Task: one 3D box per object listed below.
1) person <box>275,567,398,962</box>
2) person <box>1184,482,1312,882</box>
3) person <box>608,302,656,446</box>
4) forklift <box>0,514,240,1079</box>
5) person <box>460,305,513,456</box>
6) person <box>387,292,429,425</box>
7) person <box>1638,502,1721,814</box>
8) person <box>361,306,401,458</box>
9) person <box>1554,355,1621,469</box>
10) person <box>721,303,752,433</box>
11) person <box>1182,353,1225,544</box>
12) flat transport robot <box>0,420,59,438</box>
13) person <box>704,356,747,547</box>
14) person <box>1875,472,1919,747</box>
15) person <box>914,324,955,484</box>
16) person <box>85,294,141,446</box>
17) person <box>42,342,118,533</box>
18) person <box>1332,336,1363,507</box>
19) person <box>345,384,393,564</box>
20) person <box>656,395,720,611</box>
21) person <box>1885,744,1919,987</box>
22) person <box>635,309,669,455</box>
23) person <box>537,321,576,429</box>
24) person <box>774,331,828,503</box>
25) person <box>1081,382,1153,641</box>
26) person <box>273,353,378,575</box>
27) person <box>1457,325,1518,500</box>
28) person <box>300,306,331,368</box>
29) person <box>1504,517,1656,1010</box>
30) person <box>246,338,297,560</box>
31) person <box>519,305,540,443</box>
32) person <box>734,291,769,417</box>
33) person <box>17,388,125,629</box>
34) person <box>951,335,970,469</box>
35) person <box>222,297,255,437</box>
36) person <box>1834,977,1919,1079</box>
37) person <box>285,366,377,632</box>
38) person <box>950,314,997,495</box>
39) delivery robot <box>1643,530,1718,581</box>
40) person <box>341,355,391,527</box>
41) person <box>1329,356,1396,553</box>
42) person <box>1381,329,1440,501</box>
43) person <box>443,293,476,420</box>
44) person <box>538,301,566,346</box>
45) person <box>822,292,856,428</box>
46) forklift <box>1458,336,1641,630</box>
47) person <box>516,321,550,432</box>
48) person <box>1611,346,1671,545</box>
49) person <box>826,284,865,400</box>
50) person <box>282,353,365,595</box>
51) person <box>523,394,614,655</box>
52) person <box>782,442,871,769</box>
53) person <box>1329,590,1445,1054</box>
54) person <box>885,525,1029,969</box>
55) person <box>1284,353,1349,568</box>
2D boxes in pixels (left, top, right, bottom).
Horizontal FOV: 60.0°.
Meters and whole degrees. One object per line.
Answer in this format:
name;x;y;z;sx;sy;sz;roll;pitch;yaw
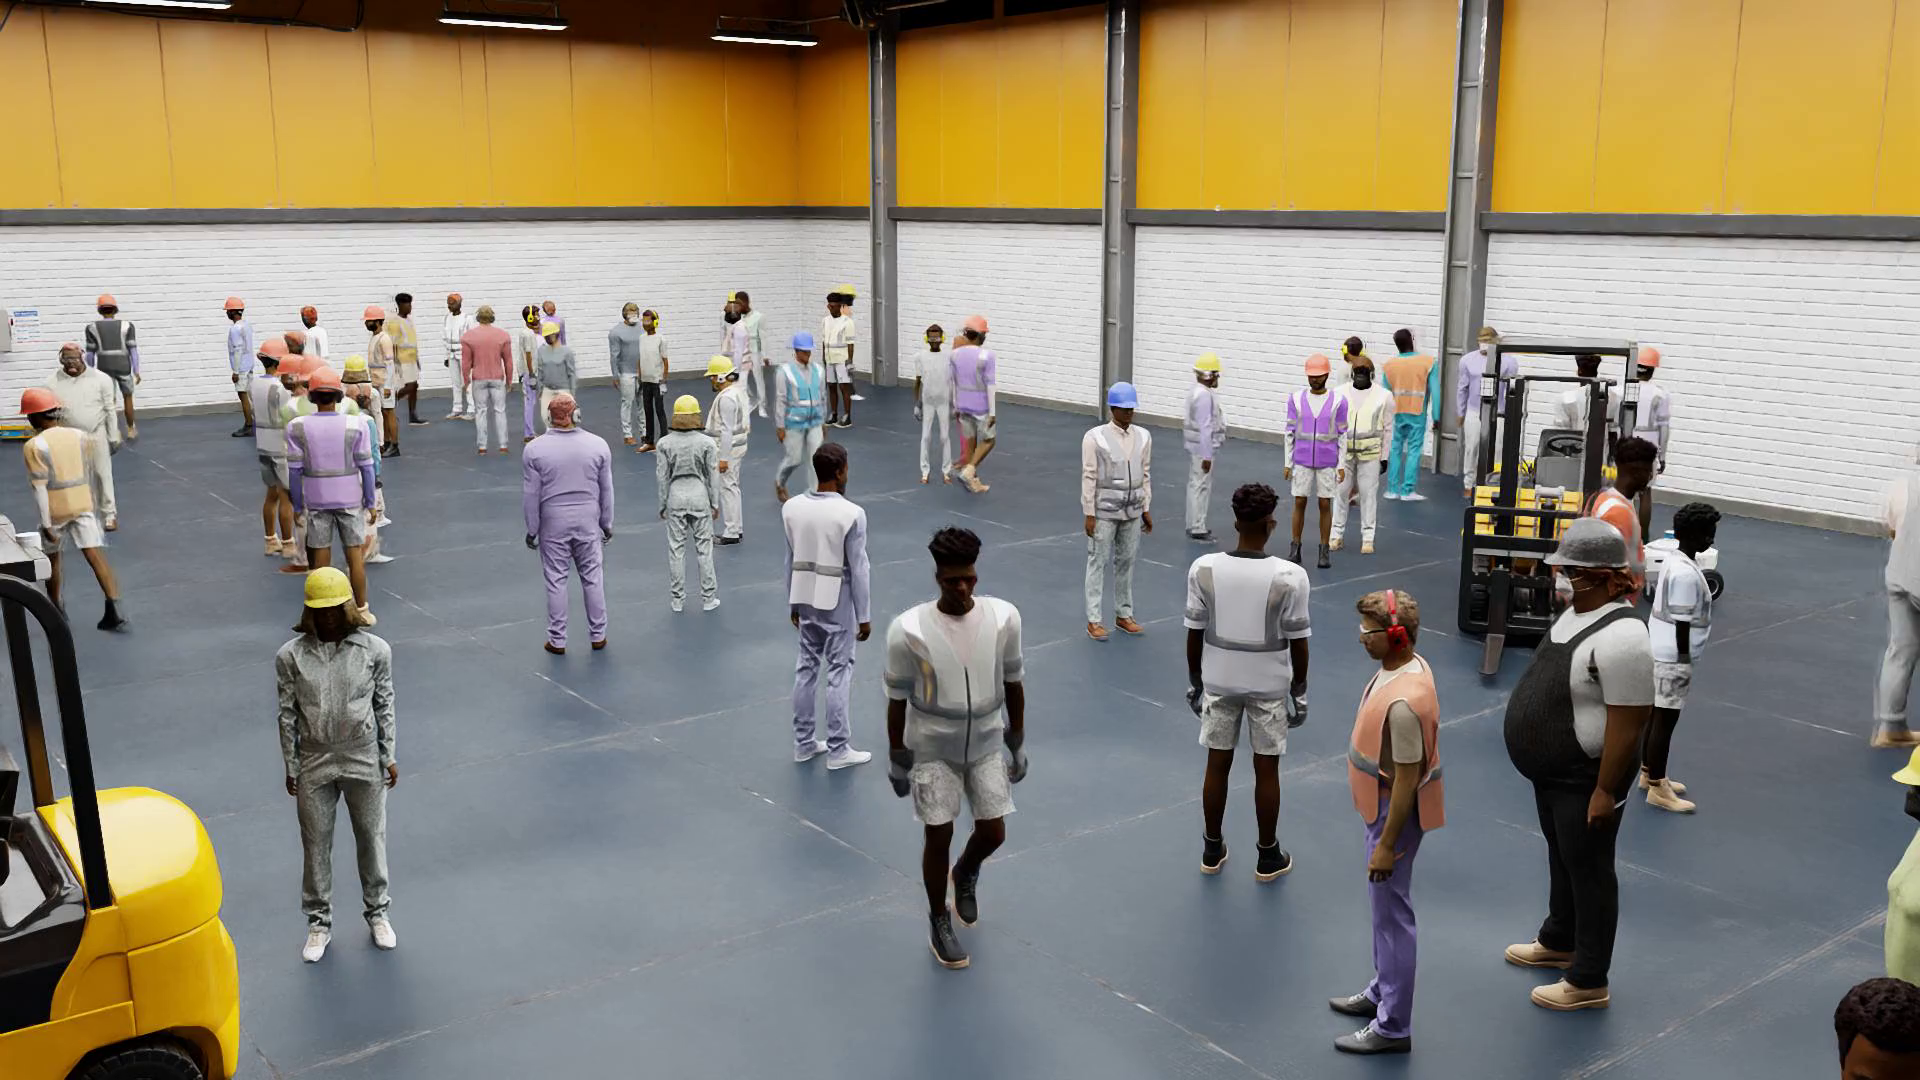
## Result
person;-2.709;0.969;7.274;0.484;1.745;0.297;-4;13;-21
person;1.397;0.689;8.089;0.613;1.964;0.361;5;13;23
person;-4.373;-2.219;22.247;0.632;1.928;0.392;-10;15;-39
forklift;-3.687;1.115;5.480;2.313;2.155;1.214;-9;15;-36
person;-6.055;-2.044;21.358;0.635;1.937;0.353;-4;12;-17
person;-8.062;-2.619;24.104;0.529;1.947;0.615;1;12;7
person;3.905;0.624;9.070;0.322;1.691;0.535;4;12;18
person;-7.393;-2.014;21.210;0.373;1.939;0.545;-8;14;-35
person;5.573;-0.720;14.894;0.614;1.962;0.366;-1;12;-3
person;-3.142;-2.408;23.378;0.431;1.833;0.628;-3;12;-14
person;2.360;-0.879;16.061;0.404;1.820;0.667;0;12;-2
flat transport robot;-13.026;-1.511;22.826;1.431;0.197;0.652;-3;12;-13
person;-2.230;-0.847;15.873;0.403;1.819;0.601;-1;12;-3
person;5.923;0.267;9.946;0.754;2.000;0.707;-3;12;-13
person;-0.277;-1.573;19.281;0.511;1.862;0.324;0;12;0
person;-11.417;-2.305;22.455;0.631;1.998;0.953;-5;13;-22
person;-8.689;-1.006;16.457;0.641;1.898;0.399;-4;12;-19
person;4.177;-1.264;17.854;0.550;1.837;0.380;-9;15;-37
person;-5.432;-0.598;15.102;0.522;1.636;0.310;8;14;36
person;-2.182;-0.295;13.386;0.492;1.740;0.319;-1;12;-3
person;2.907;1.426;5.017;0.312;1.768;0.522;2;12;11
person;-3.990;-2.041;21.508;0.513;1.872;0.328;8;14;33
person;-5.139;-1.917;21.190;0.544;1.742;0.386;3;12;13
person;-1.695;-1.251;17.565;0.614;1.926;0.698;-8;14;-34
person;1.184;-0.221;12.523;0.602;1.949;0.393;-6;13;-27
person;-5.645;-0.669;14.669;0.771;1.967;0.620;-1;12;-5
person;5.752;-1.384;18.209;0.635;1.929;0.395;5;13;22
person;-8.528;-2.158;22.039;0.361;1.884;0.574;0;12;2
person;2.518;0.905;6.863;0.538;2.000;0.689;1;12;4
person;-6.251;-0.836;15.301;0.611;2.035;0.404;9;15;37
person;-5.786;-2.233;22.464;0.327;1.862;0.511;-3;12;-14
person;-3.187;-2.807;25.144;0.714;1.890;0.415;7;13;29
person;-6.863;-0.236;12.778;1.017;1.887;0.551;7;14;30
person;0.013;-1.683;20.345;0.286;1.636;0.499;1;12;7
person;-9.980;-2.396;23.055;0.356;1.937;0.552;-1;12;-5
person;1.691;1.726;3.195;0.589;1.920;0.392;4;12;20
person;-4.770;-0.300;12.678;0.616;2.041;0.380;-3;12;-13
person;0.139;-1.474;18.390;0.618;2.024;0.554;9;15;36
delivery robot;5.892;0.165;13.819;0.707;0.478;0.477;-1;12;-5
person;-6.031;-0.990;16.738;0.484;1.744;0.294;-1;12;-4
person;3.720;-0.796;15.565;0.625;1.845;0.429;5;13;22
person;4.889;-1.349;18.161;0.639;1.883;0.377;7;13;29
person;-7.465;-2.731;24.806;0.577;1.882;0.349;6;13;26
person;-6.611;-3.050;26.938;0.521;1.638;0.311;-10;16;-41
person;-1.768;-2.599;24.000;0.605;1.956;0.374;10;15;40
forklift;4.683;-0.471;13.136;1.214;2.155;2.313;4;12;20
person;-5.961;-2.304;23.367;0.513;1.630;0.318;-2;12;-11
person;6.334;-0.843;15.567;0.553;1.933;0.378;7;14;32
person;-1.952;-3.199;27.051;0.725;1.892;0.645;-2;12;-10
person;-5.274;-0.531;13.814;0.619;2.039;0.397;-3;12;-16
person;-2.853;-0.117;12.133;0.655;1.903;0.407;-5;13;-23
person;-0.785;0.386;9.695;0.592;1.911;0.384;8;14;34
person;1.679;1.090;6.461;0.390;1.840;0.565;2;12;11
person;-0.018;0.874;7.211;0.654;1.956;0.518;-4;12;-17
person;3.176;-0.705;14.892;0.553;1.935;0.364;4;12;18
